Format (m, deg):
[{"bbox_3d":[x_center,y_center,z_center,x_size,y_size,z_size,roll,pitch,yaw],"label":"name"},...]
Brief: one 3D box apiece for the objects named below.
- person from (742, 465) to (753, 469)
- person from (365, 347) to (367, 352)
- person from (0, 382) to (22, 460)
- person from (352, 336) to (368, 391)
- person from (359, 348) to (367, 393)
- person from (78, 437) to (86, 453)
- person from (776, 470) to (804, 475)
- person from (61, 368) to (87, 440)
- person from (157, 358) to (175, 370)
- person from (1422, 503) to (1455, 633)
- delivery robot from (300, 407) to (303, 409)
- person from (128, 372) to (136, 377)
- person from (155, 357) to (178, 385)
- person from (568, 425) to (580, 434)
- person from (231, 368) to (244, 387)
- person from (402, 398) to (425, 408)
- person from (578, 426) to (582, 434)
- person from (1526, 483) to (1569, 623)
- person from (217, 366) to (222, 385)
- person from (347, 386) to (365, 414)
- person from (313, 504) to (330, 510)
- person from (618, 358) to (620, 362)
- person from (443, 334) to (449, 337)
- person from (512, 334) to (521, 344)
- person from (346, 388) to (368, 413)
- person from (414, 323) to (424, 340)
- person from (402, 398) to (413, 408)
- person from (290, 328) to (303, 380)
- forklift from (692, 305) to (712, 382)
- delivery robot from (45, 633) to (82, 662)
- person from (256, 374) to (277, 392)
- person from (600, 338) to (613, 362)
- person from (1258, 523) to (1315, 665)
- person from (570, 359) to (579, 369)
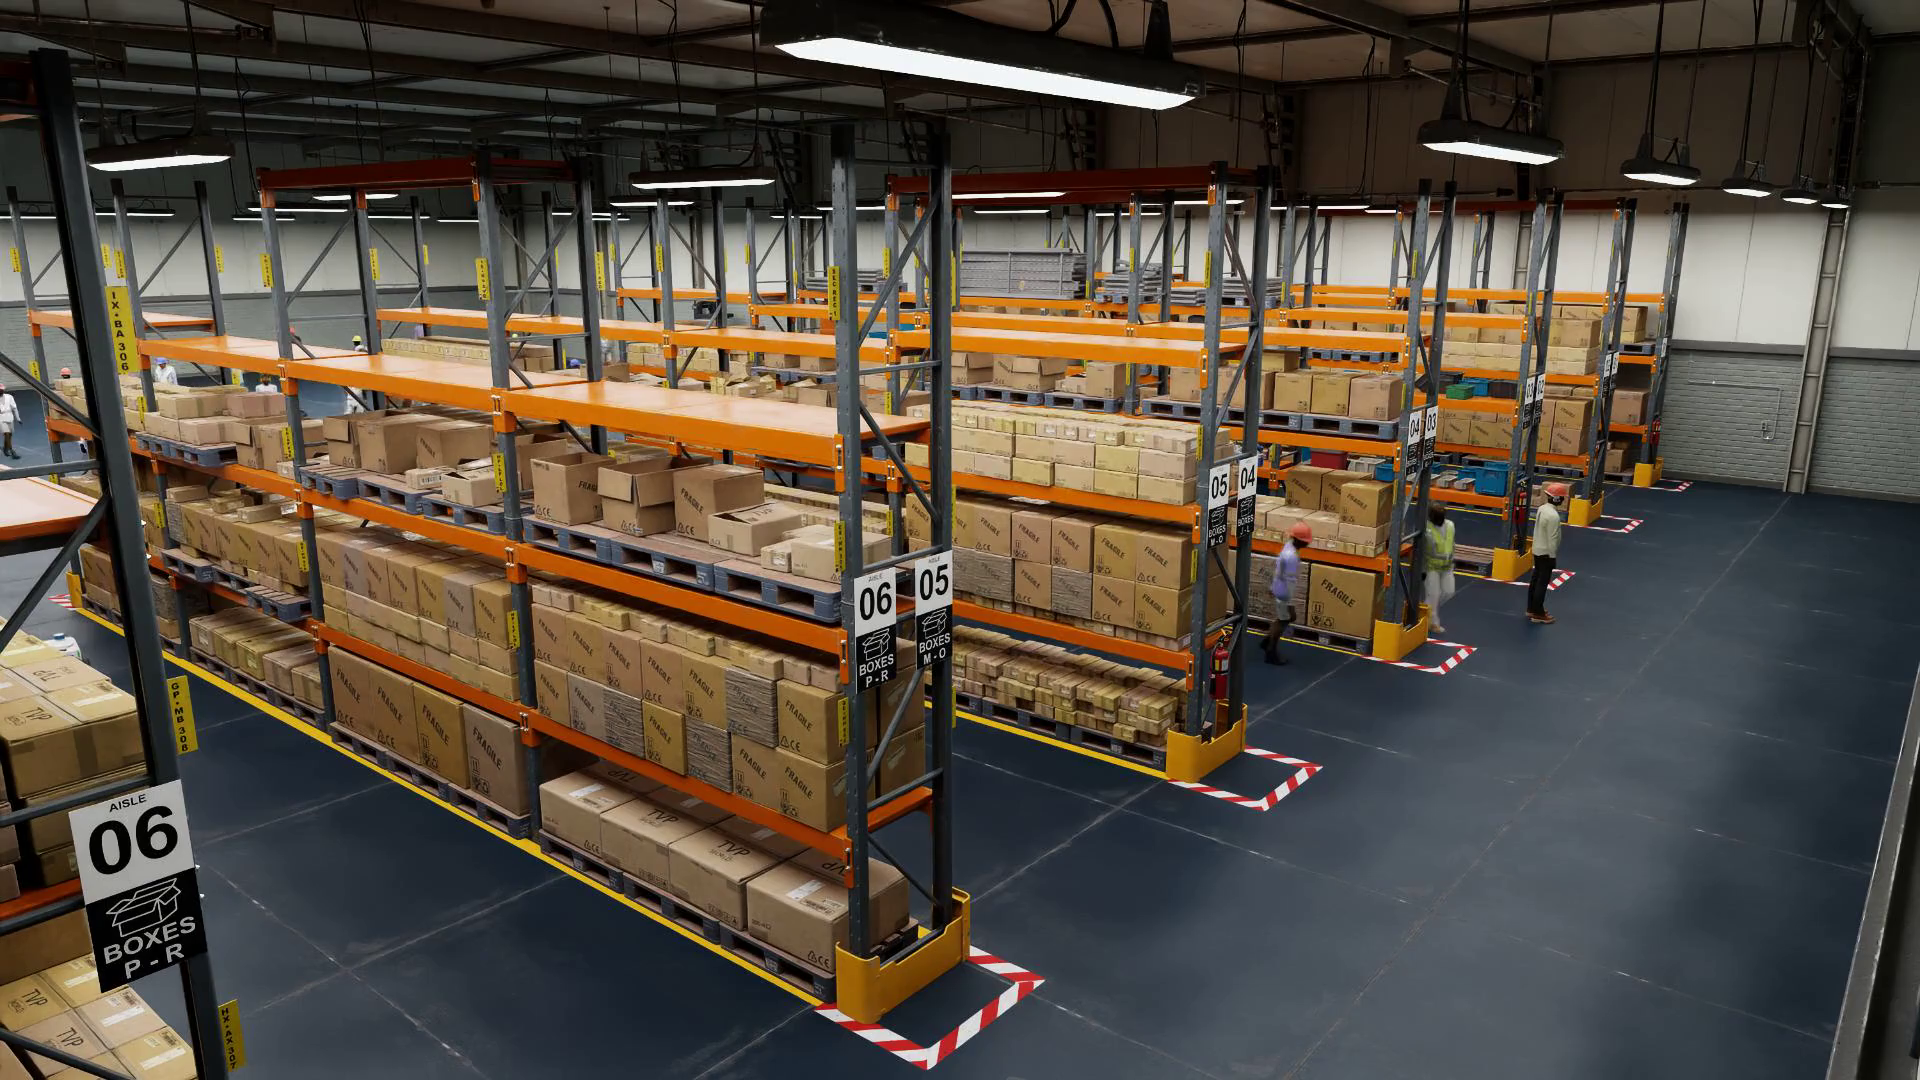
[{"bbox_3d":[-3.521,-0.455,21.100,0.285,1.632,0.498,9,16,33],"label":"person"},{"bbox_3d":[-20.357,-6.106,43.820,0.596,1.889,0.650,-3,14,-14],"label":"person"},{"bbox_3d":[-23.433,-2.953,30.838,0.948,1.907,0.562,8,16,28],"label":"person"},{"bbox_3d":[-20.916,-6.151,43.908,0.354,1.930,0.587,-2,14,-8],"label":"person"},{"bbox_3d":[-19.242,-5.278,40.586,0.539,1.803,0.633,-2,14,-9],"label":"person"},{"bbox_3d":[-21.747,-3.055,31.272,0.650,1.891,0.596,-6,15,-23],"label":"person"},{"bbox_3d":[-3.904,-2.408,28.621,1.044,1.878,0.654,11,18,39],"label":"person"},{"bbox_3d":[-23.581,-3.598,33.389,0.551,1.936,0.357,-8,16,-29],"label":"person"},{"bbox_3d":[-24.929,-4.936,39.583,0.507,1.607,0.813,-13,19,-42],"label":"person"},{"bbox_3d":[6.535,0.378,17.303,0.648,1.819,0.433,-5,15,-20],"label":"person"},{"bbox_3d":[-19.827,-3.996,37.261,0.698,0.223,0.335,2,14,8],"label":"delivery robot"},{"bbox_3d":[-27.091,-5.452,41.148,0.659,1.875,0.810,7,15,28],"label":"person"},{"bbox_3d":[-22.881,-4.314,36.319,0.615,1.942,0.408,1,14,4],"label":"person"},{"bbox_3d":[-8.503,-2.182,27.489,1.089,1.975,0.626,-6,15,-24],"label":"person"},{"bbox_3d":[-22.697,-4.927,39.525,0.494,1.611,0.524,1,14,3],"label":"person"},{"bbox_3d":[-14.576,-3.565,33.562,0.622,1.797,0.967,-5,15,-21],"label":"person"},{"bbox_3d":[-8.661,-2.377,28.160,0.527,2.032,0.662,-11,17,-38],"label":"person"},{"bbox_3d":[8.309,0.166,17.812,0.407,1.986,0.615,2,14,8],"label":"person"},{"bbox_3d":[-22.460,-4.825,38.553,0.987,1.892,0.617,-1,14,-4],"label":"person"},{"bbox_3d":[-16.318,-3.714,34.088,0.599,1.825,1.012,13,19,42],"label":"person"},{"bbox_3d":[-12.145,-1.170,23.662,0.641,1.815,0.608,1,14,5],"label":"person"},{"bbox_3d":[-9.907,-4.461,37.131,0.390,1.846,0.564,12,18,39],"label":"person"},{"bbox_3d":[-18.572,-6.566,45.841,0.672,1.821,0.666,1,14,4],"label":"person"},{"bbox_3d":[-16.492,-6.788,46.873,0.533,1.768,0.310,-3,14,-12],"label":"person"},{"bbox_3d":[-16.751,-3.947,34.884,0.788,1.929,0.371,6,15,23],"label":"person"},{"bbox_3d":[-22.747,-8.435,53.469,0.658,1.856,0.972,-1,14,-6],"label":"person"},{"bbox_3d":[-12.433,-2.321,28.316,0.596,1.843,0.707,-12,18,-41],"label":"person"},{"bbox_3d":[-25.095,-7.037,47.527,1.018,1.941,0.624,12,18,40],"label":"person"},{"bbox_3d":[-9.511,-7.392,47.124,1.873,2.768,1.129,11,17,38],"label":"forklift"},{"bbox_3d":[-11.125,1.401,15.603,0.477,0.478,0.707,-11,18,-38],"label":"delivery robot"},{"bbox_3d":[-18.142,-3.451,33.043,0.561,1.815,0.991,-9,16,-33],"label":"person"},{"bbox_3d":[-13.992,-7.470,49.655,0.633,1.788,0.879,-13,19,-43],"label":"person"},{"bbox_3d":[4.162,0.675,15.922,0.576,1.885,0.591,3,14,14],"label":"person"},{"bbox_3d":[-10.852,-4.218,35.991,0.826,1.916,0.616,5,15,21],"label":"person"}]
